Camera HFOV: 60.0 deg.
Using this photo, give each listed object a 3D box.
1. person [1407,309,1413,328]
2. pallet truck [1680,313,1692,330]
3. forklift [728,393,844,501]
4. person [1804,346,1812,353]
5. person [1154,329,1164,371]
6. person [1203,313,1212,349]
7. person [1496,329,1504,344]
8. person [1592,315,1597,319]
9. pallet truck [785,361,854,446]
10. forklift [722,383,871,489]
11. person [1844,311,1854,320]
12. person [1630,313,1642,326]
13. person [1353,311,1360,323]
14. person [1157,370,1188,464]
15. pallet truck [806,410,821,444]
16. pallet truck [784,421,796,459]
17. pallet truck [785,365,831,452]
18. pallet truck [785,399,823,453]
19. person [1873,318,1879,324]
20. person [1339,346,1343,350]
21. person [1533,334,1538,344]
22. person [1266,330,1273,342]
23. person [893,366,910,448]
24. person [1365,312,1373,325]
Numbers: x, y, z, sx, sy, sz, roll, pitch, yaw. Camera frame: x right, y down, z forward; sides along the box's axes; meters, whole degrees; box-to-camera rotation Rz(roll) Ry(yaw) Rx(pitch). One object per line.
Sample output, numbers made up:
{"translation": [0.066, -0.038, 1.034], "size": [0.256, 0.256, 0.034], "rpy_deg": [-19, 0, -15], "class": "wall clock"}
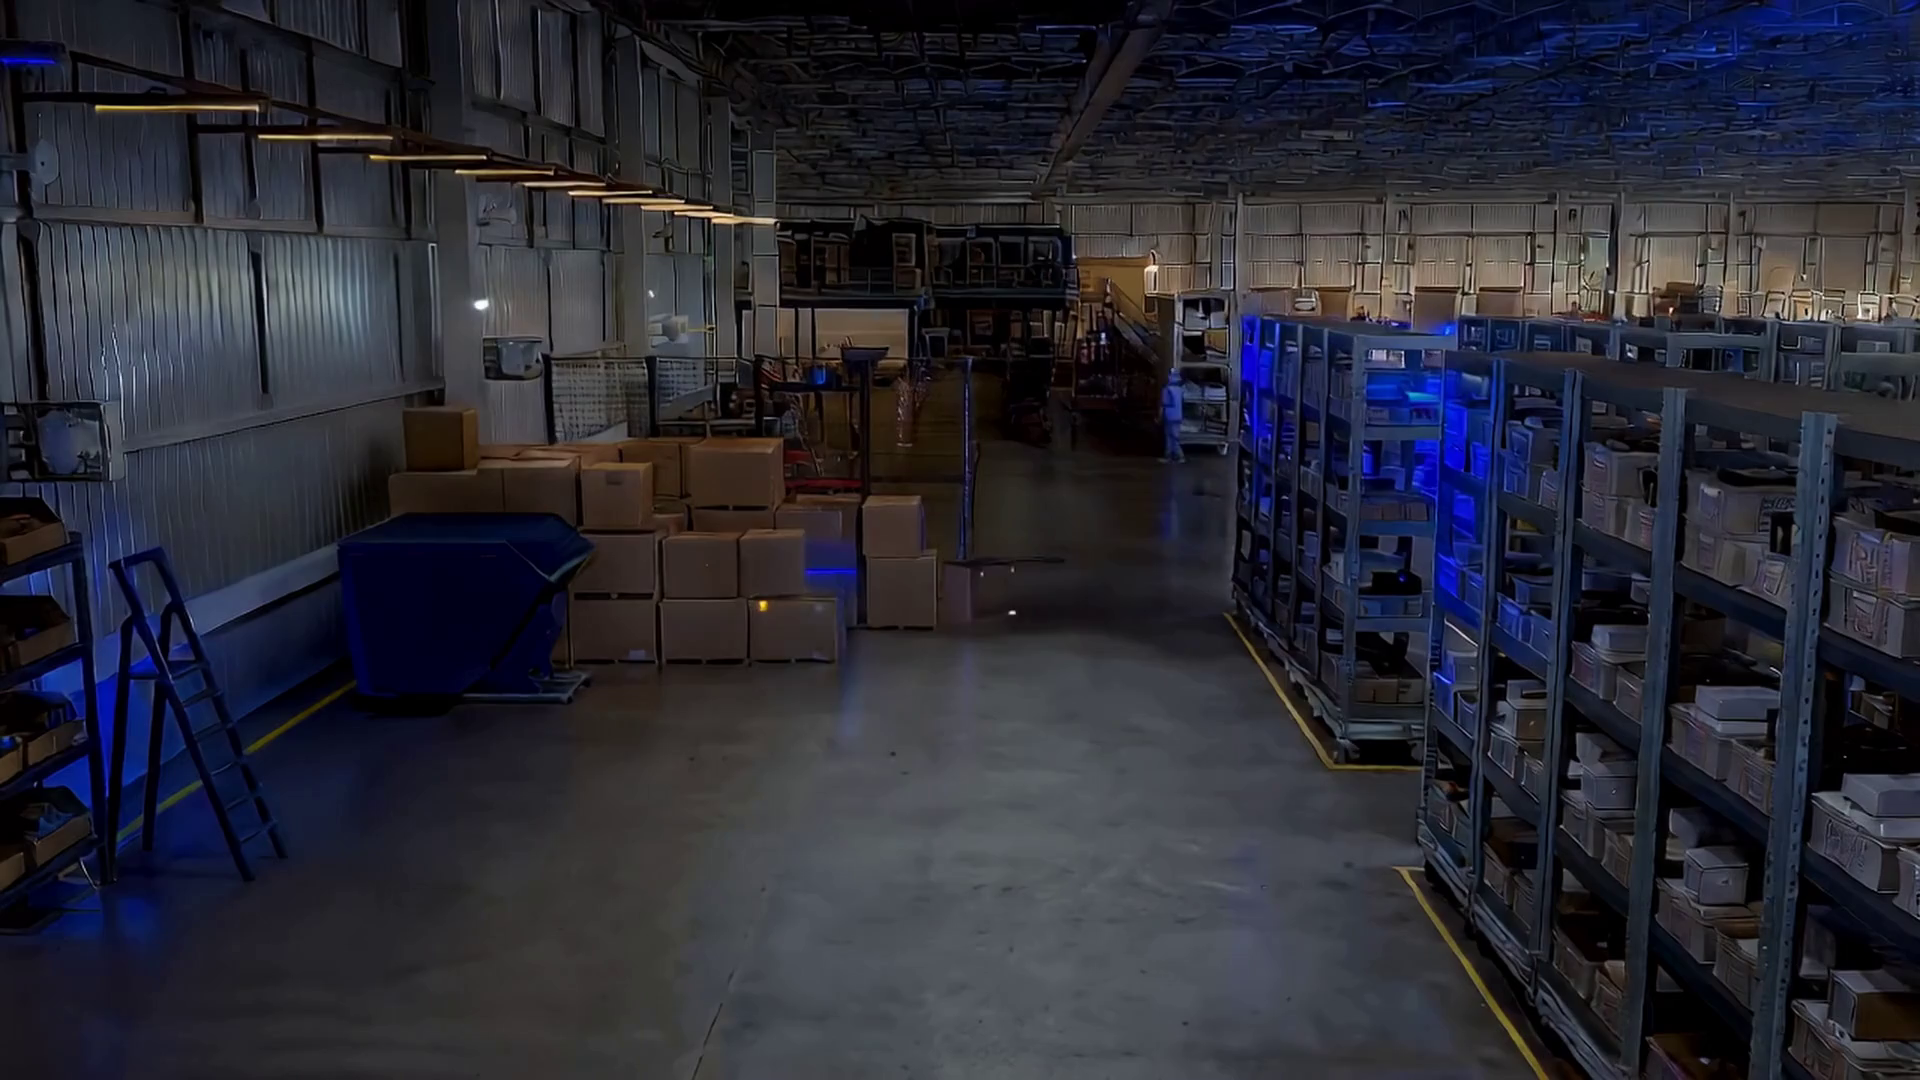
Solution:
{"translation": [25.592, -12.173, 94.623], "size": [0.399, 1.918, 0.588], "rpy_deg": [5, 10, 28], "class": "person"}
{"translation": [36.315, -10.531, 84.244], "size": [0.823, 1.965, 1.885], "rpy_deg": [-6, 11, -33], "class": "pallet truck"}
{"translation": [-2.979, -1.316, 26.476], "size": [2.680, 1.987, 1.157], "rpy_deg": [0, 9, 1], "class": "forklift"}
{"translation": [28.176, -5.648, 55.307], "size": [0.526, 1.597, 0.776], "rpy_deg": [0, 9, -2], "class": "person"}
{"translation": [8.084, -7.711, 67.664], "size": [0.404, 1.719, 0.549], "rpy_deg": [6, 11, 34], "class": "person"}
{"translation": [12.945, -10.897, 86.851], "size": [0.572, 1.883, 0.355], "rpy_deg": [-5, 10, -27], "class": "person"}
{"translation": [21.710, -7.740, 67.209], "size": [0.552, 1.937, 0.358], "rpy_deg": [5, 11, 29], "class": "person"}
{"translation": [33.326, -11.009, 87.825], "size": [0.945, 1.804, 0.640], "rpy_deg": [7, 12, 38], "class": "person"}
{"translation": [-3.410, -3.193, 38.978], "size": [1.885, 1.965, 0.823], "rpy_deg": [0, 9, -1], "class": "pallet truck"}
{"translation": [-2.893, -1.687, 28.729], "size": [2.680, 1.987, 1.157], "rpy_deg": [0, 9, -1], "class": "forklift"}
{"translation": [48.050, -11.402, 89.908], "size": [0.899, 1.911, 0.552], "rpy_deg": [-5, 11, -30], "class": "person"}
{"translation": [34.653, -10.669, 85.276], "size": [0.369, 1.940, 0.631], "rpy_deg": [-8, 12, -42], "class": "person"}
{"translation": [22.312, -12.003, 93.802], "size": [0.430, 1.844, 0.624], "rpy_deg": [5, 11, 30], "class": "person"}
{"translation": [4.545, -2.611, 35.396], "size": [0.623, 2.008, 0.991], "rpy_deg": [-7, 11, -36], "class": "person"}
{"translation": [-3.559, -2.018, 33.905], "size": [1.522, 1.261, 0.704], "rpy_deg": [0, 9, -1], "class": "pallet truck"}
{"translation": [-4.013, -1.793, 32.705], "size": [1.601, 1.201, 0.680], "rpy_deg": [0, 9, 1], "class": "pallet truck"}
{"translation": [-3.774, -2.976, 37.635], "size": [1.885, 1.965, 0.823], "rpy_deg": [1, 9, 5], "class": "pallet truck"}
{"translation": [-3.814, -2.432, 36.419], "size": [1.630, 1.274, 0.653], "rpy_deg": [0, 9, 1], "class": "pallet truck"}
{"translation": [42.324, -9.332, 77.068], "size": [0.386, 1.922, 0.594], "rpy_deg": [6, 11, 33], "class": "person"}
{"translation": [15.042, -7.434, 65.519], "size": [0.329, 1.875, 0.507], "rpy_deg": [-2, 9, -12], "class": "person"}
{"translation": [23.732, -8.052, 69.344], "size": [0.682, 1.862, 0.586], "rpy_deg": [0, 9, -3], "class": "person"}
{"translation": [12.711, -7.995, 68.825], "size": [0.977, 1.916, 0.621], "rpy_deg": [8, 12, 40], "class": "person"}
{"translation": [-1.337, -3.111, 38.754], "size": [0.407, 1.904, 0.654], "rpy_deg": [0, 9, 3], "class": "person"}
{"translation": [21.245, -10.864, 86.448], "size": [0.391, 1.948, 0.606], "rpy_deg": [-2, 9, -10], "class": "person"}
